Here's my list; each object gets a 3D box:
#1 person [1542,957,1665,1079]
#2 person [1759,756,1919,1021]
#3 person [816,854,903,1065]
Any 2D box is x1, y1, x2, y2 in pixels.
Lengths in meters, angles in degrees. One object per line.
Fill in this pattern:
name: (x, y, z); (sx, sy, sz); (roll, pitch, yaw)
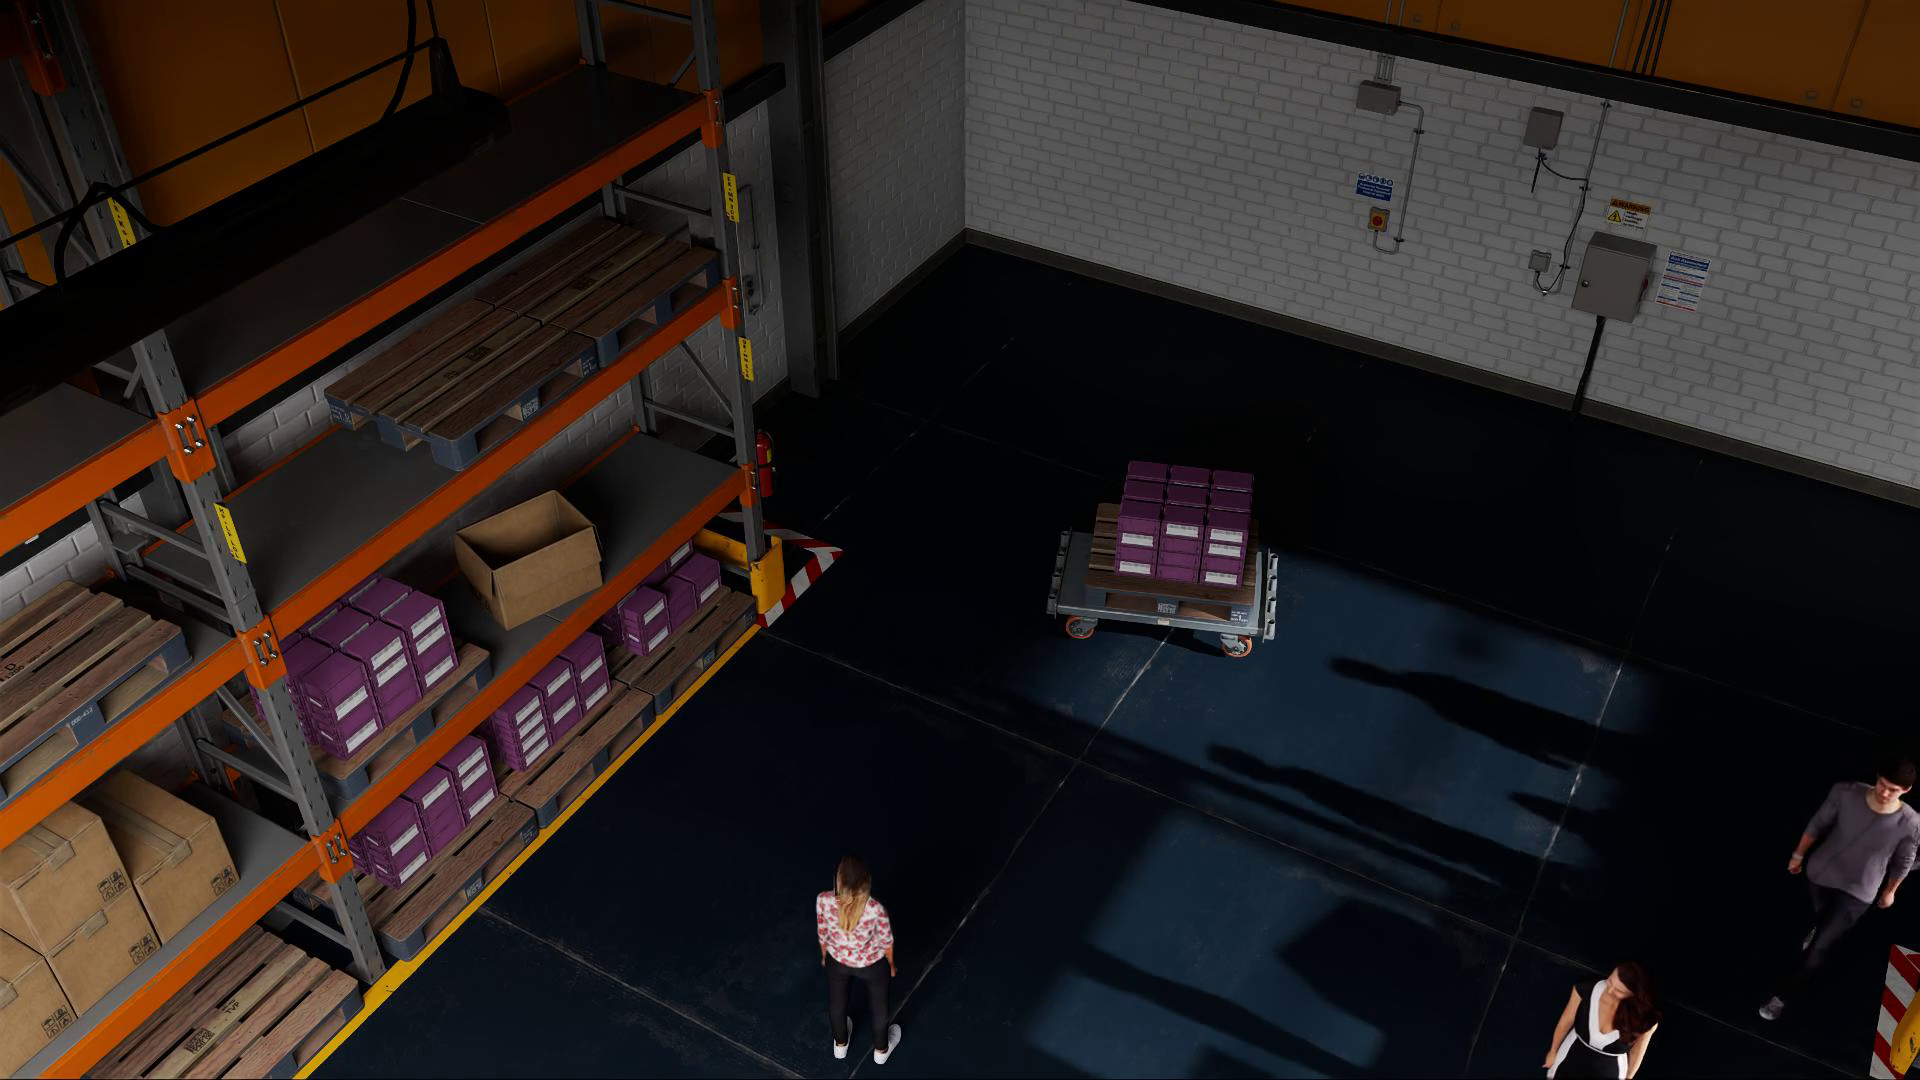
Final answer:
person: (3.199, 2.684, 8.461); (0.579, 1.796, 0.493); (22, 43, 25)
person: (5.071, 1.871, 9.470); (1.279, 1.807, 0.976); (-28, 46, -30)
person: (-0.565, 2.289, 9.086); (0.630, 1.632, 0.602); (8, 39, 10)
